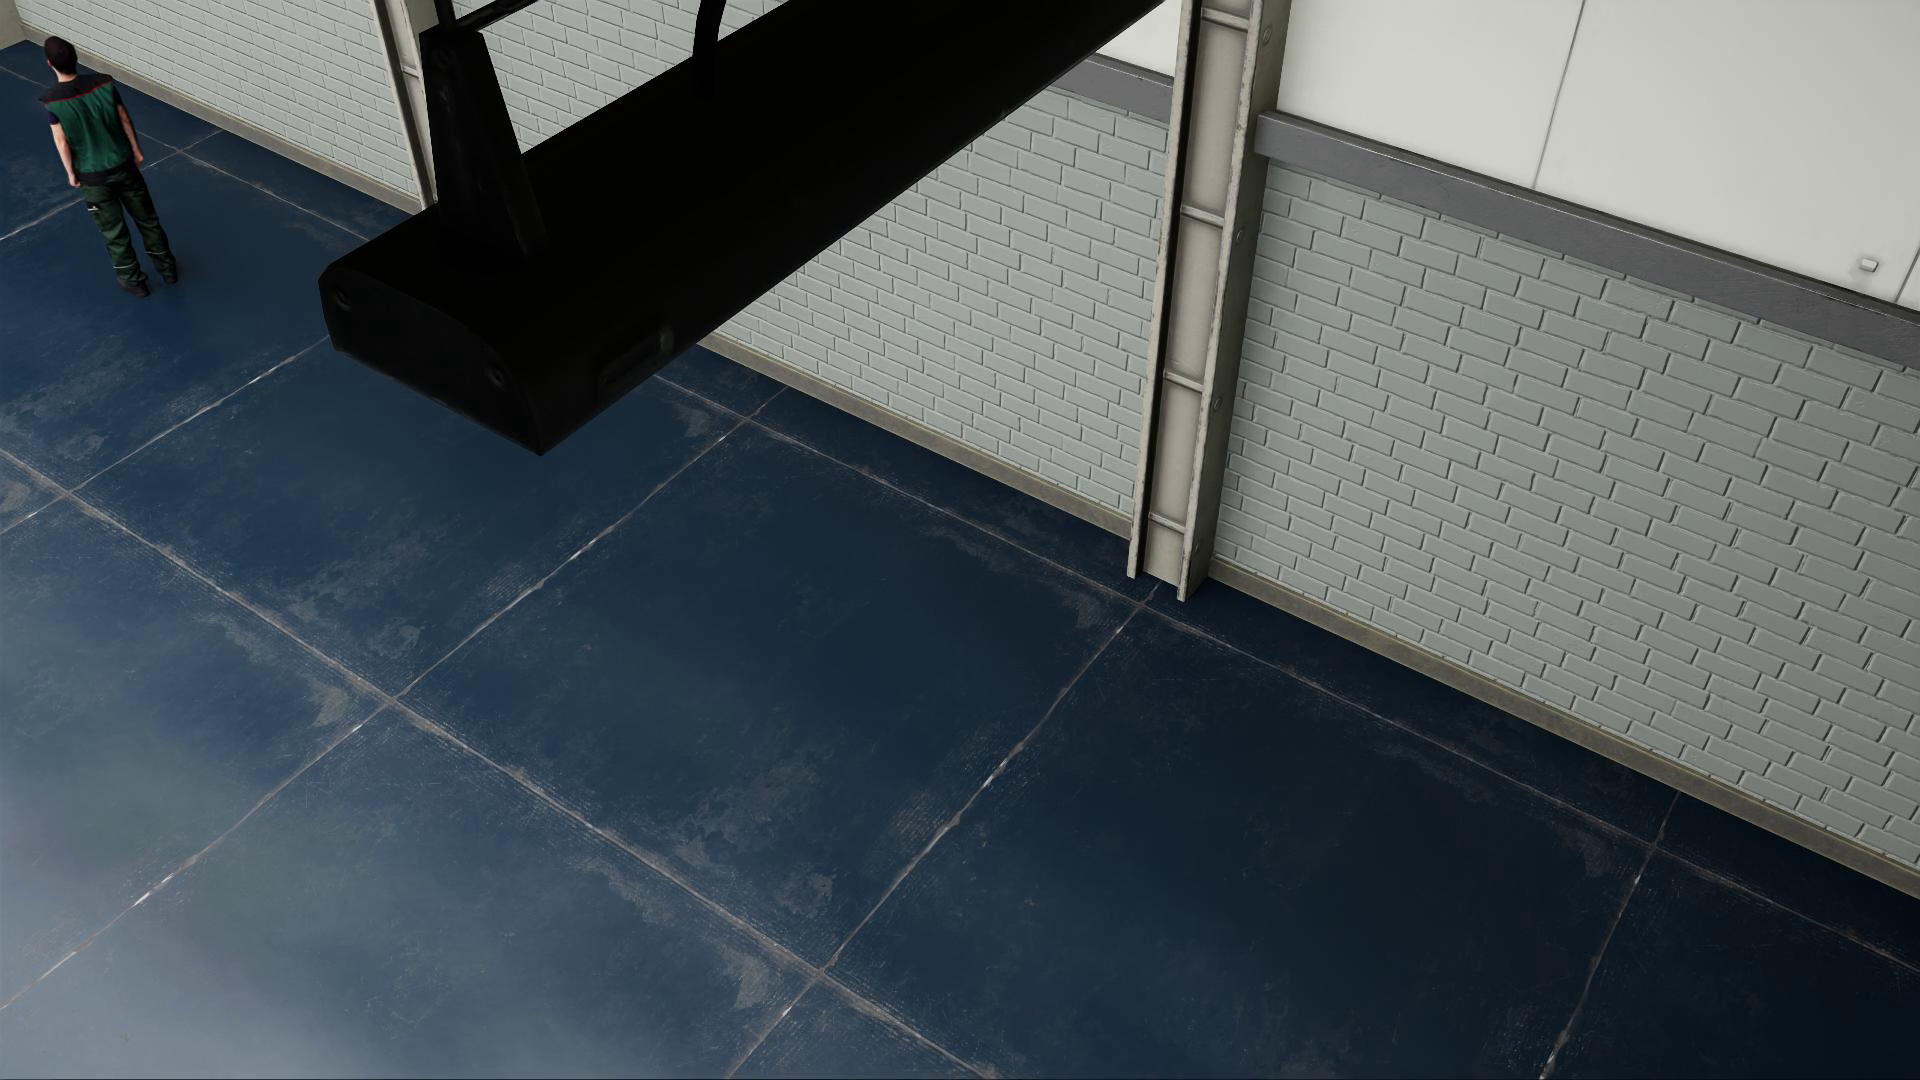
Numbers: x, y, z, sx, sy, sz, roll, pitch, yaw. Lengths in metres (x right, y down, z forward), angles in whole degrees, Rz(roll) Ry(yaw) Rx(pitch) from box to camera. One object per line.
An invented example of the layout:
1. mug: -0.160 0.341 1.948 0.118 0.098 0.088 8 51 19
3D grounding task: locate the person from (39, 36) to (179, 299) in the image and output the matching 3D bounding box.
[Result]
1. person: -5.870 -2.563 11.430 0.624 1.901 0.703 34 52 31
